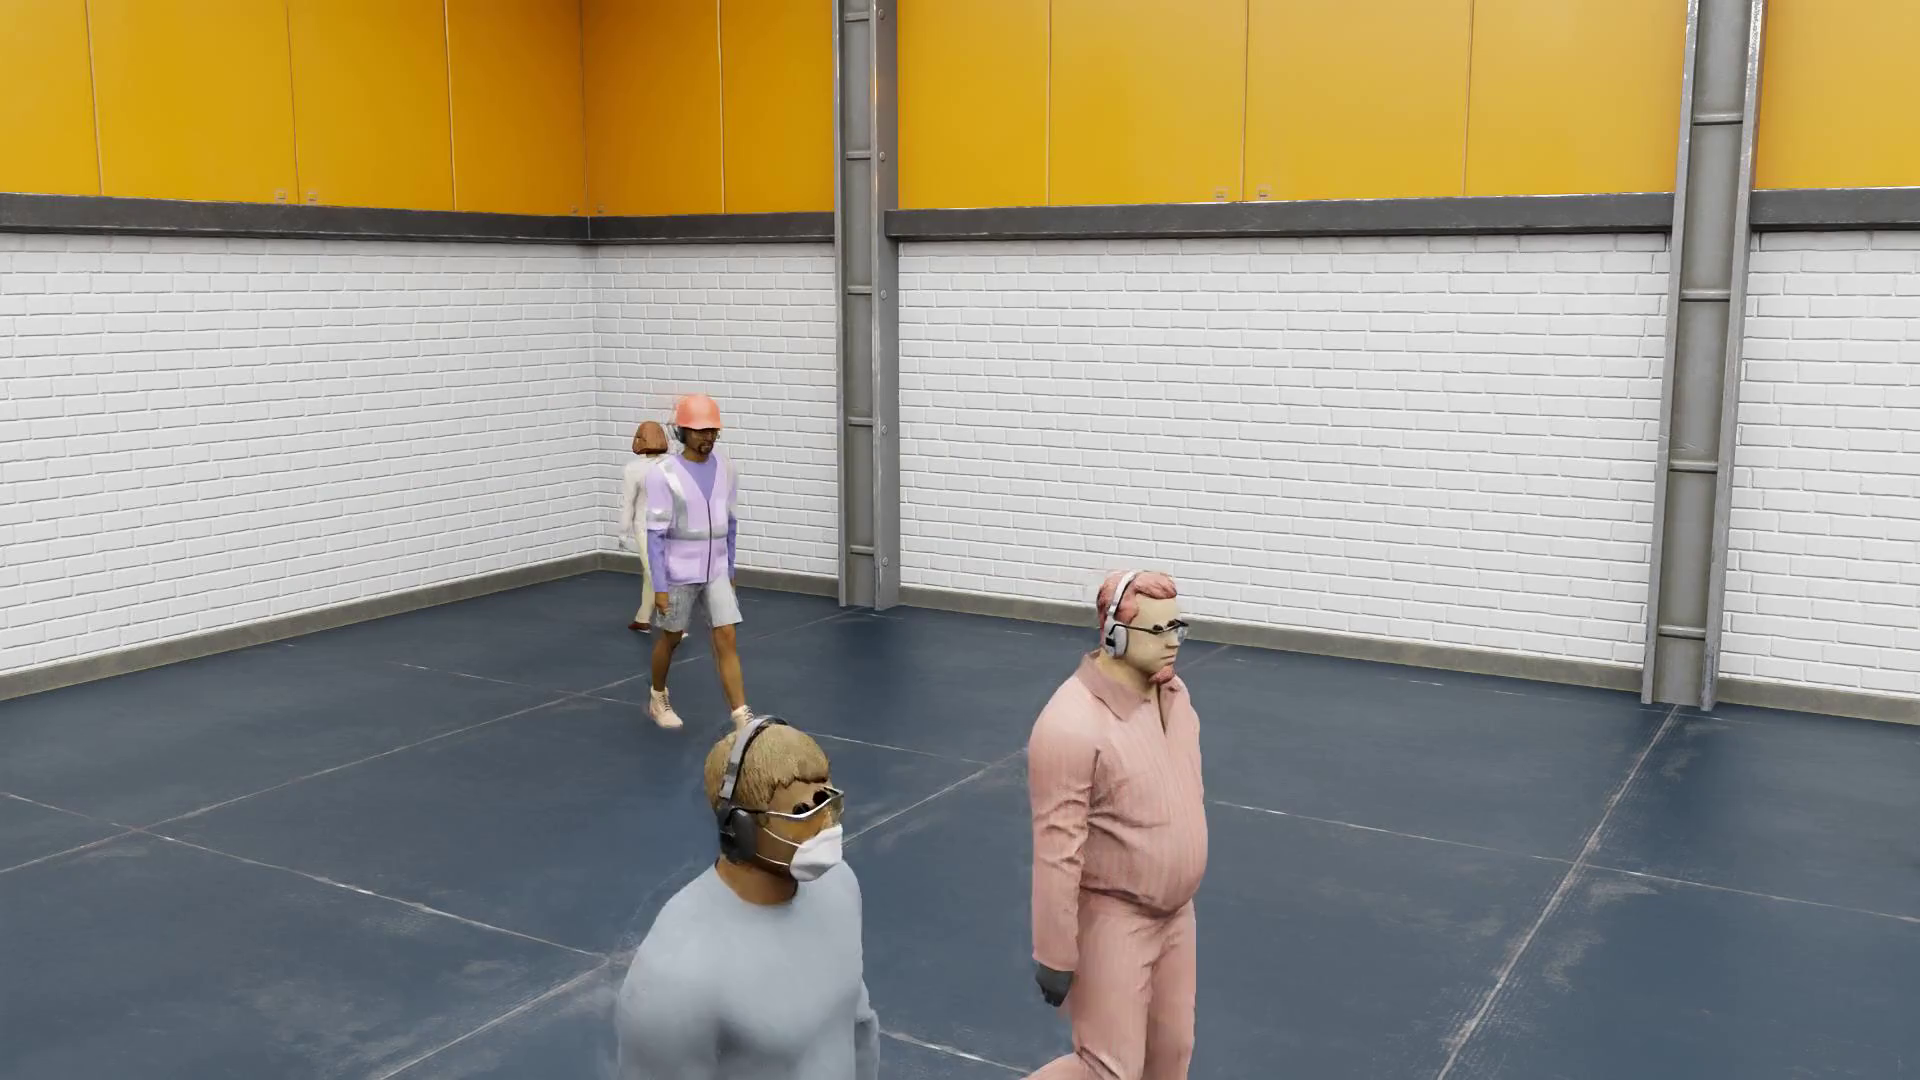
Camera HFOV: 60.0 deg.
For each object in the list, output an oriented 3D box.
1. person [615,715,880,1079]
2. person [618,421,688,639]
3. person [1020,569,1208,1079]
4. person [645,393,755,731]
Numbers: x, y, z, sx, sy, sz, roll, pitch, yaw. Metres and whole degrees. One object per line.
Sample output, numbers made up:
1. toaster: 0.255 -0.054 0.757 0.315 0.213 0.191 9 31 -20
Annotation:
1. person: -0.372 1.228 3.037 1.000 1.895 0.642 4 10 23
2. person: -2.206 -0.065 12.019 0.833 1.593 0.510 9 13 43
3. person: 0.401 0.997 4.488 0.646 1.890 0.649 7 11 36
4. person: -1.480 0.165 9.378 0.638 1.981 1.081 -8 12 -40
